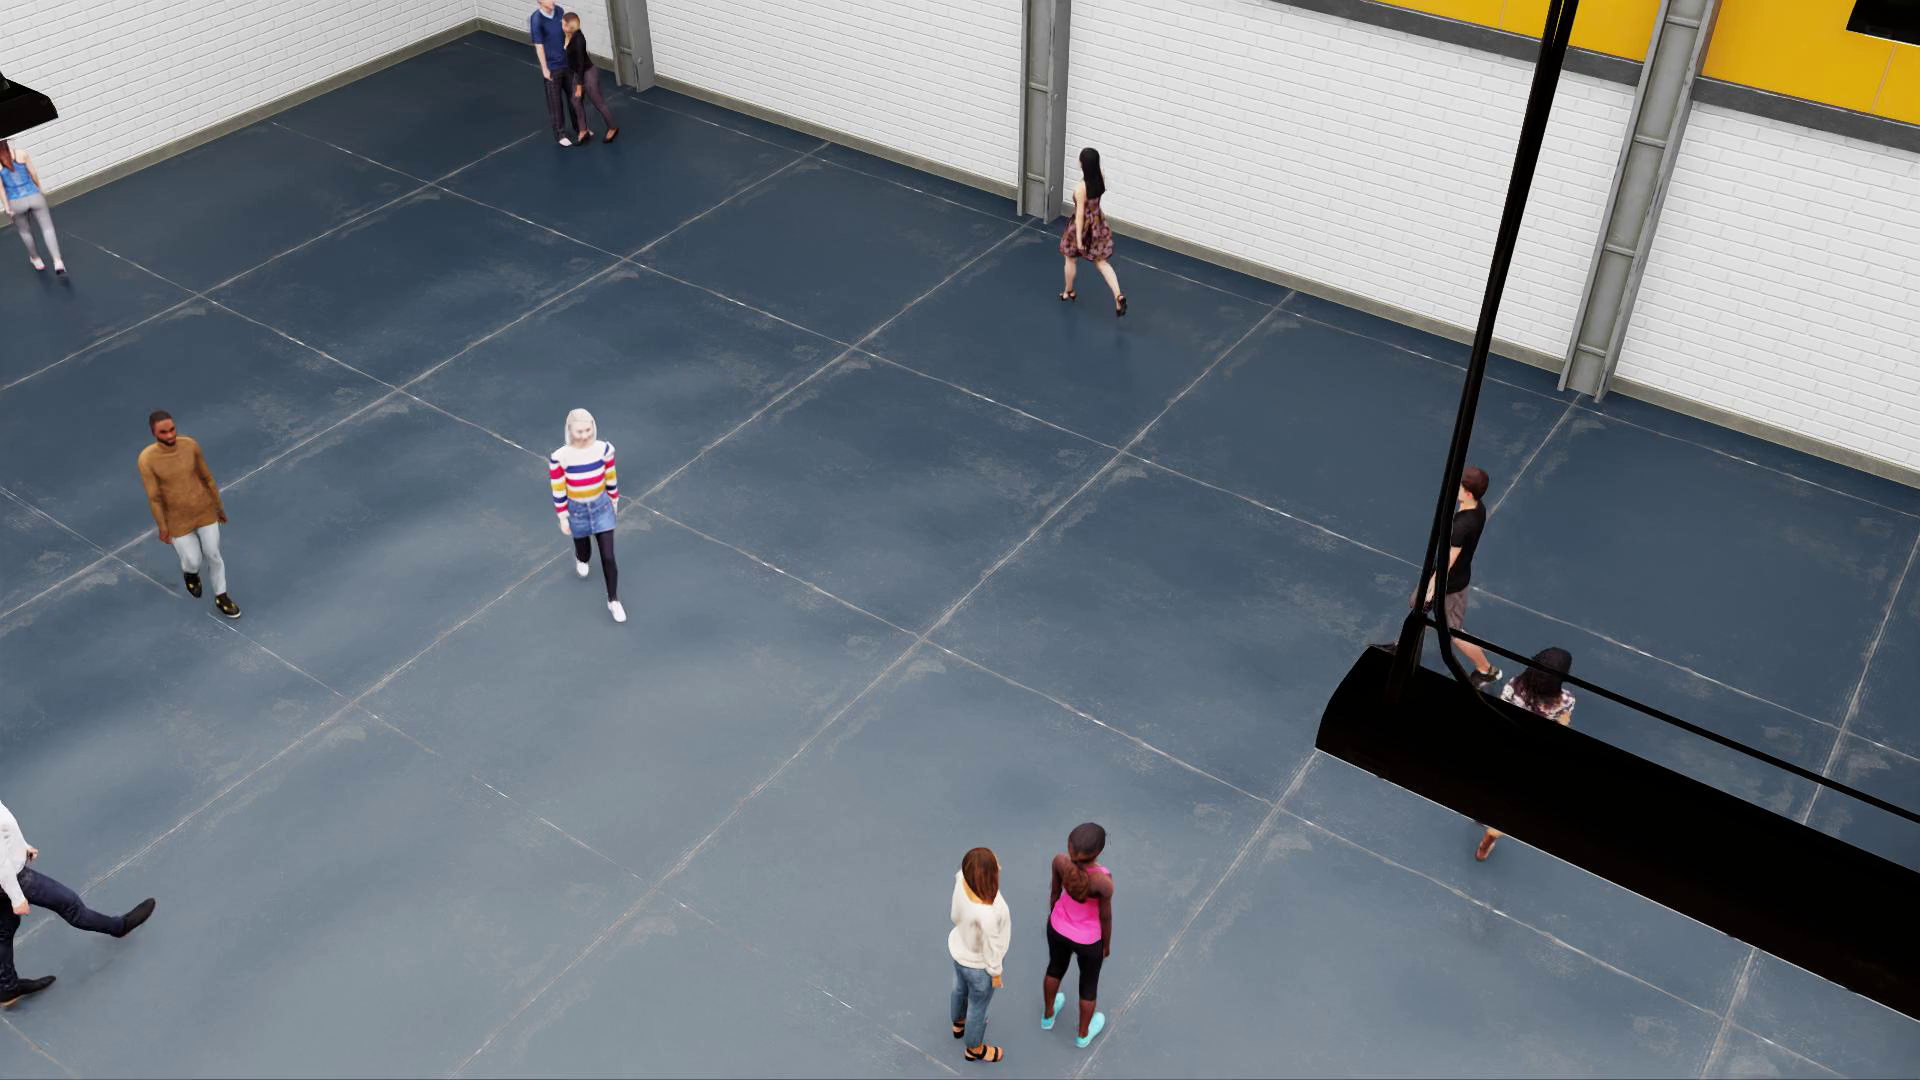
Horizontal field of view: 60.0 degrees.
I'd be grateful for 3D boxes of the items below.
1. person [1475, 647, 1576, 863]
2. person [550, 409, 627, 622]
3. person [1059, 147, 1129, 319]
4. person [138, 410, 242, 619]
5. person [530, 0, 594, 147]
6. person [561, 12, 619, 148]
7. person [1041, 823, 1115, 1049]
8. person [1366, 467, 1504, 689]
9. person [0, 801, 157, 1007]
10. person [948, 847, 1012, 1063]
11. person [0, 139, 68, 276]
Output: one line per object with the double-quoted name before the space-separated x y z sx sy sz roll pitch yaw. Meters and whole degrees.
"person" 3.531 1.413 10.522 0.716 1.710 0.711 18 42 21
"person" -2.821 -0.247 12.539 0.997 1.786 1.153 -15 41 -18
"person" 1.292 -2.901 15.895 0.777 1.746 1.190 -30 47 -32
"person" -5.827 -0.215 12.483 0.855 1.806 0.724 30 47 32
"person" -4.636 -5.419 18.951 0.582 1.866 0.716 27 46 30
"person" -4.177 -5.245 18.925 0.874 1.626 0.852 -12 40 -15
"person" 0.660 2.241 9.475 0.474 1.721 0.604 23 44 26
"person" 3.558 0.308 11.805 1.280 1.835 0.873 13 40 16
"person" -5.645 2.008 9.679 1.178 1.831 0.811 32 48 33
"person" 0.086 2.326 9.402 0.767 1.682 0.665 -13 41 -16
"person" -9.302 -3.364 16.597 0.758 1.593 0.995 -25 45 -28
